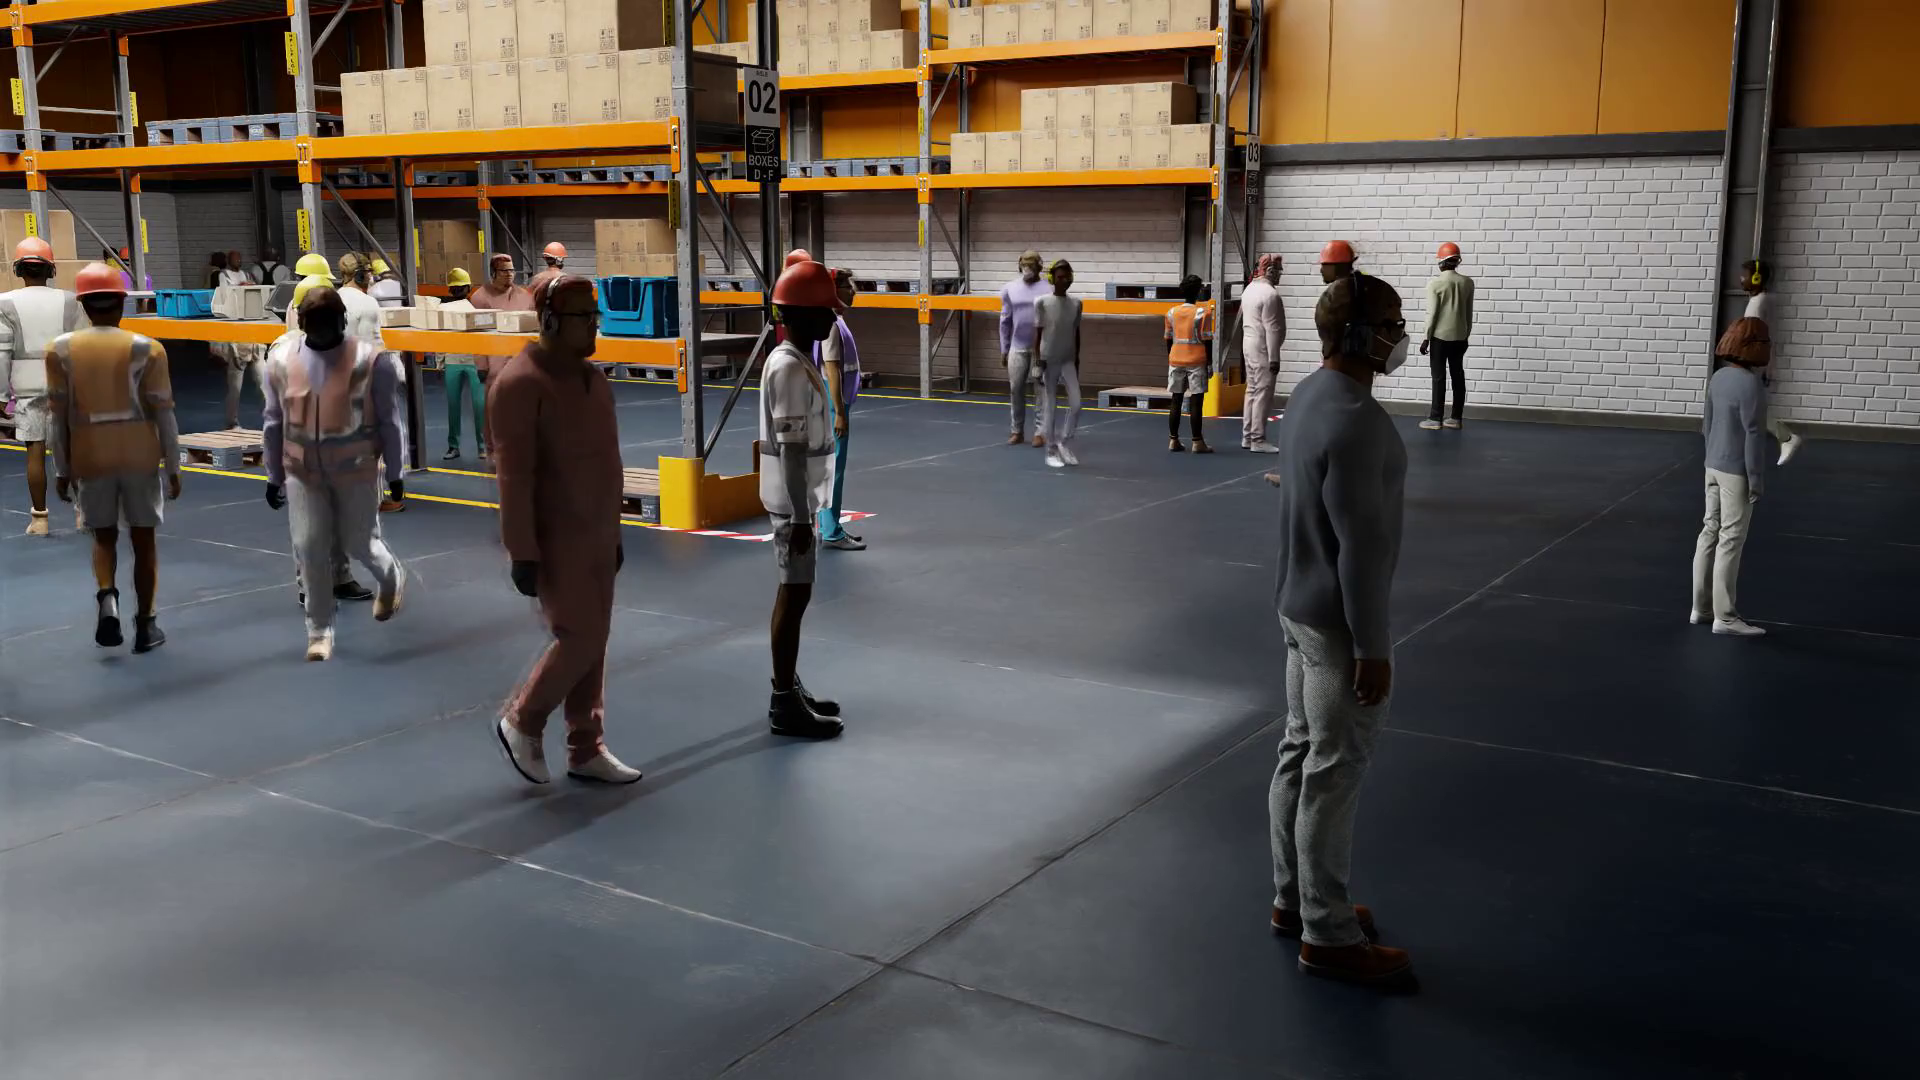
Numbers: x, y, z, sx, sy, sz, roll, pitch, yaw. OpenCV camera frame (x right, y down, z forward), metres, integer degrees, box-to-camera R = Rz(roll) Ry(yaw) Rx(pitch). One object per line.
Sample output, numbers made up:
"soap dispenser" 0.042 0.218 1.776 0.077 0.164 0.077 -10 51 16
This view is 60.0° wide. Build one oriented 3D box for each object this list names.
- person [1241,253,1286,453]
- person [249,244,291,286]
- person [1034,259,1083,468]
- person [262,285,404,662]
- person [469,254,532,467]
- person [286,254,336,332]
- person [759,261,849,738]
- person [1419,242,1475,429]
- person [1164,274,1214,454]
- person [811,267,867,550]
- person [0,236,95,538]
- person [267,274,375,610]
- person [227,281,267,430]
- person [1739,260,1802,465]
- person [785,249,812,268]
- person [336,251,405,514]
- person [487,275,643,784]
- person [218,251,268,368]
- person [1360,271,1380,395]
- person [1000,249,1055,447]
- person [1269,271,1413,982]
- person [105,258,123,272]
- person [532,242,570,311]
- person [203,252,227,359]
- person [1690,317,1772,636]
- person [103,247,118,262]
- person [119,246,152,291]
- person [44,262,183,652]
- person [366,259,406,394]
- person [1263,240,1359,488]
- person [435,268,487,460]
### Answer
"person" 2.913 -1.778 15.896 0.399 1.896 0.648 -2 10 -11
"person" -11.534 -4.015 27.880 0.689 2.000 1.155 -1 10 -6
"person" 0.873 -1.555 14.778 0.519 1.852 0.433 -3 11 -19
"person" -3.066 -0.353 8.221 0.659 1.816 0.680 -1 10 -4
"person" -4.065 -1.604 14.930 0.402 1.900 0.636 8 13 39
"person" -4.965 -1.234 12.820 0.390 1.918 0.580 -2 11 -13
"person" -0.635 -0.167 6.842 0.373 1.934 0.551 -1 10 -5
"person" 5.215 -2.183 17.847 0.611 1.996 0.378 -4 11 -22
"person" 2.188 -1.670 15.830 0.535 1.700 0.318 9 13 40
"person" -0.831 -0.861 10.929 0.390 1.850 0.565 -1 10 -7
"person" -6.237 -1.033 11.350 0.614 2.043 0.374 -7 13 -35
"person" -3.501 -0.536 9.175 0.403 1.835 0.588 3 11 18
"person" -7.359 -1.871 17.232 0.850 1.592 0.522 7 12 33
"person" 7.061 -1.537 14.664 0.633 1.853 0.530 4 11 23
"person" -1.480 -1.710 15.393 0.371 1.935 0.551 6 12 31
"person" -4.444 -1.153 12.301 0.627 1.941 0.373 8 13 36
"person" -1.415 -0.013 6.094 0.427 1.895 0.666 3 11 18
"person" -11.312 -3.598 26.132 0.984 1.832 0.614 5 12 28
"person" 3.945 -1.793 16.419 0.494 1.721 0.564 5 11 26
"person" 0.700 -1.882 16.351 0.636 1.939 0.362 3 11 15
"person" 1.058 0.235 4.611 0.372 1.940 0.631 -1 10 -3
"person" -11.792 -3.077 23.418 0.964 1.769 0.611 1 10 8
"person" -4.749 -2.501 19.618 0.621 1.994 0.381 5 11 25
"person" -12.664 -3.999 28.384 0.456 1.818 0.657 -8 13 -36
"person" 4.006 -0.332 8.596 0.278 1.634 0.498 0 10 -1
"person" -12.407 -3.342 24.488 0.600 1.917 0.377 0 10 2
"person" -11.185 -2.990 22.483 0.547 1.938 0.377 -6 12 -28
"person" -4.104 -0.386 8.112 0.570 1.915 0.470 -3 11 -15
"person" -7.360 -2.758 21.650 0.827 1.787 0.627 8 13 37
"person" 2.817 -1.320 13.020 0.925 2.009 0.636 1 10 8
"person" -4.578 -1.618 15.357 0.533 1.767 0.325 -1 10 -5
